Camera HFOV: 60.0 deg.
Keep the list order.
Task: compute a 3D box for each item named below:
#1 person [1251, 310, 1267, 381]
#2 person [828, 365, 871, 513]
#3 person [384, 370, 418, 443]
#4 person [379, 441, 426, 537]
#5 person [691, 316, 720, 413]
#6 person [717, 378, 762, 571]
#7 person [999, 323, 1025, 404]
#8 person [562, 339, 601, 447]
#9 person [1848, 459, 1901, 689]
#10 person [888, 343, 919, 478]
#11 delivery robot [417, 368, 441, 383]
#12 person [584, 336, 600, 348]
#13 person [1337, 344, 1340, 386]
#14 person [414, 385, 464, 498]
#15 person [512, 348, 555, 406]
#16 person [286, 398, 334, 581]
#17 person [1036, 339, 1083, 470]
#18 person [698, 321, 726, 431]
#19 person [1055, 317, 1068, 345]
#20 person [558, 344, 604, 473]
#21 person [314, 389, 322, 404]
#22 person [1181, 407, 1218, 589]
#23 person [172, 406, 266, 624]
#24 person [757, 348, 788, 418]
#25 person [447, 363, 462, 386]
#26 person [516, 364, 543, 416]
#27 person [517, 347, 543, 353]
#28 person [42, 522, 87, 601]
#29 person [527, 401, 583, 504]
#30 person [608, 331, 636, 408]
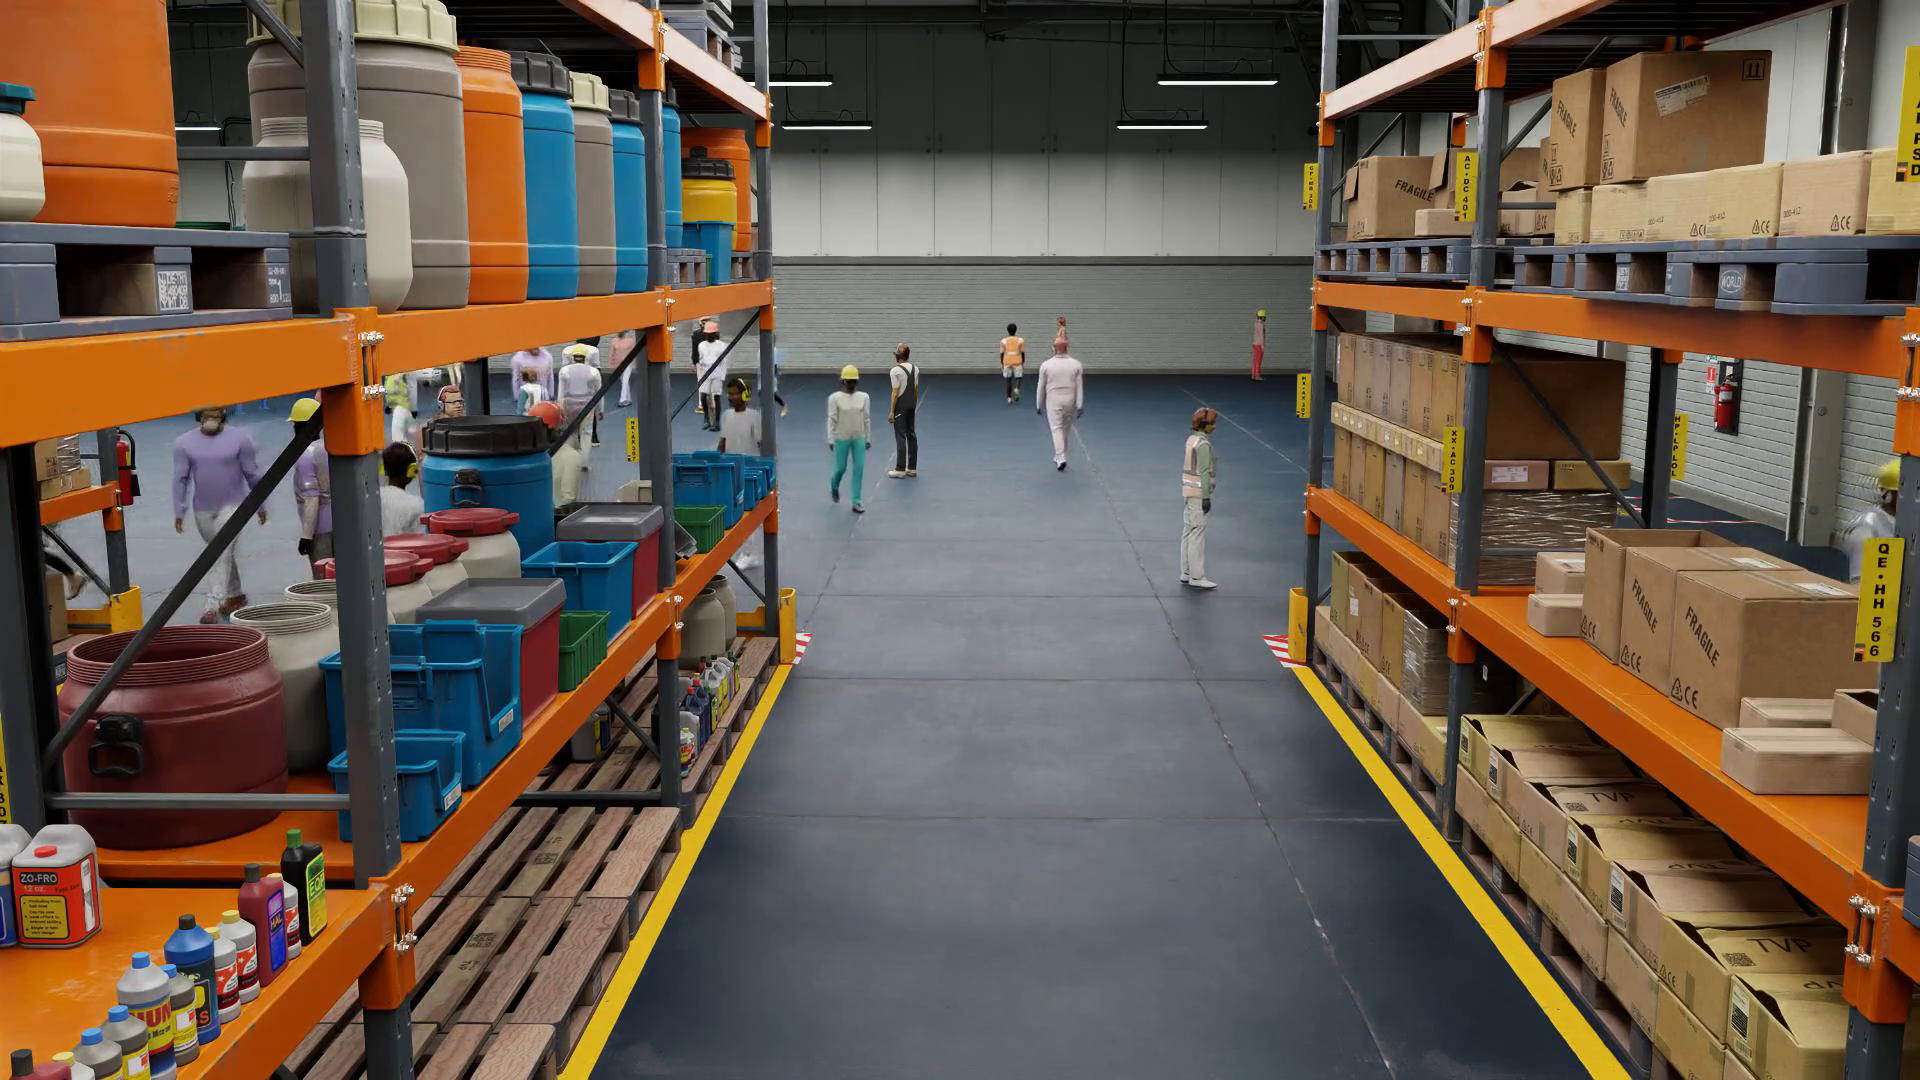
[{"bbox_3d":[7.514,-4.870,41.645,0.327,1.765,0.529,-2,10,-9],"label":"person"},{"bbox_3d":[-1.329,-1.225,19.855,0.532,1.747,0.611,-4,10,-22],"label":"person"},{"bbox_3d":[-8.024,-1.965,24.110,0.825,1.811,0.614,-8,13,-41],"label":"person"},{"bbox_3d":[-3.545,0.320,10.310,0.556,1.845,0.590,2,10,11],"label":"person"},{"bbox_3d":[-5.007,-3.500,32.750,0.610,1.993,0.380,-7,12,-35],"label":"person"},{"bbox_3d":[-2.165,-0.627,15.979,0.522,1.851,0.585,9,13,42],"label":"person"},{"bbox_3d":[1.096,-3.700,34.842,0.550,1.684,0.427,1,9,3],"label":"person"},{"bbox_3d":[-6.091,-2.489,26.821,0.621,1.964,0.413,-1,10,-7],"label":"person"},{"bbox_3d":[5.463,0.412,9.838,0.607,1.818,0.611,-5,11,-26],"label":"person"},{"bbox_3d":[-0.786,-1.790,22.954,0.345,1.846,0.508,8,12,40],"label":"person"},{"bbox_3d":[-12.734,-3.966,39.691,0.707,0.478,0.477,5,11,26],"label":"delivery robot"},{"bbox_3d":[-9.039,-4.805,40.556,0.538,2.000,0.690,4,10,22],"label":"person"},{"bbox_3d":[6.498,-2.612,27.280,0.611,2.042,0.396,4,10,22],"label":"person"},{"bbox_3d":[-4.324,-0.371,14.264,0.407,1.910,0.639,7,12,37],"label":"person"},{"bbox_3d":[-6.626,-2.287,25.833,0.653,1.876,0.535,-6,11,-32],"label":"person"},{"bbox_3d":[-4.900,-0.118,12.694,0.388,1.927,0.589,0,9,1],"label":"person"},{"bbox_3d":[1.437,-1.959,23.963,0.651,1.859,1.035,-1,10,-8],"label":"person"},{"bbox_3d":[-4.351,-2.858,29.124,0.553,1.917,0.577,2,10,12],"label":"person"},{"bbox_3d":[2.452,-4.588,40.325,0.306,1.640,0.522,-1,10,-8],"label":"person"},{"bbox_3d":[-5.355,-1.870,23.552,0.629,1.798,0.824,-2,10,-10],"label":"person"},{"bbox_3d":[-5.174,-0.310,13.898,0.408,1.910,0.596,-4,10,-25],"label":"person"},{"bbox_3d":[2.181,-0.391,15.190,0.314,1.639,0.516,-1,10,-7],"label":"person"},{"bbox_3d":[-6.089,-0.250,13.665,0.648,1.874,1.041,-1,10,-5],"label":"person"},{"bbox_3d":[-3.517,-3.026,30.845,0.534,1.684,0.600,7,12,38],"label":"person"},{"bbox_3d":[-11.921,-4.359,39.022,0.543,1.606,0.487,-7,12,-36],"label":"person"},{"bbox_3d":[-5.632,-1.519,21.997,0.742,1.614,0.513,2,10,9],"label":"person"},{"bbox_3d":[-9.370,-4.057,36.300,0.644,1.922,0.517,-8,12,-39],"label":"person"},{"bbox_3d":[-7.806,-0.230,14.117,0.580,1.671,0.482,6,11,34],"label":"person"},{"bbox_3d":[-3.060,-0.081,12.495,0.612,1.939,1.010,5,11,29],"label":"person"},{"bbox_3d":[-6.909,-3.578,34.054,0.542,1.713,0.922,3,10,16],"label":"person"}]
